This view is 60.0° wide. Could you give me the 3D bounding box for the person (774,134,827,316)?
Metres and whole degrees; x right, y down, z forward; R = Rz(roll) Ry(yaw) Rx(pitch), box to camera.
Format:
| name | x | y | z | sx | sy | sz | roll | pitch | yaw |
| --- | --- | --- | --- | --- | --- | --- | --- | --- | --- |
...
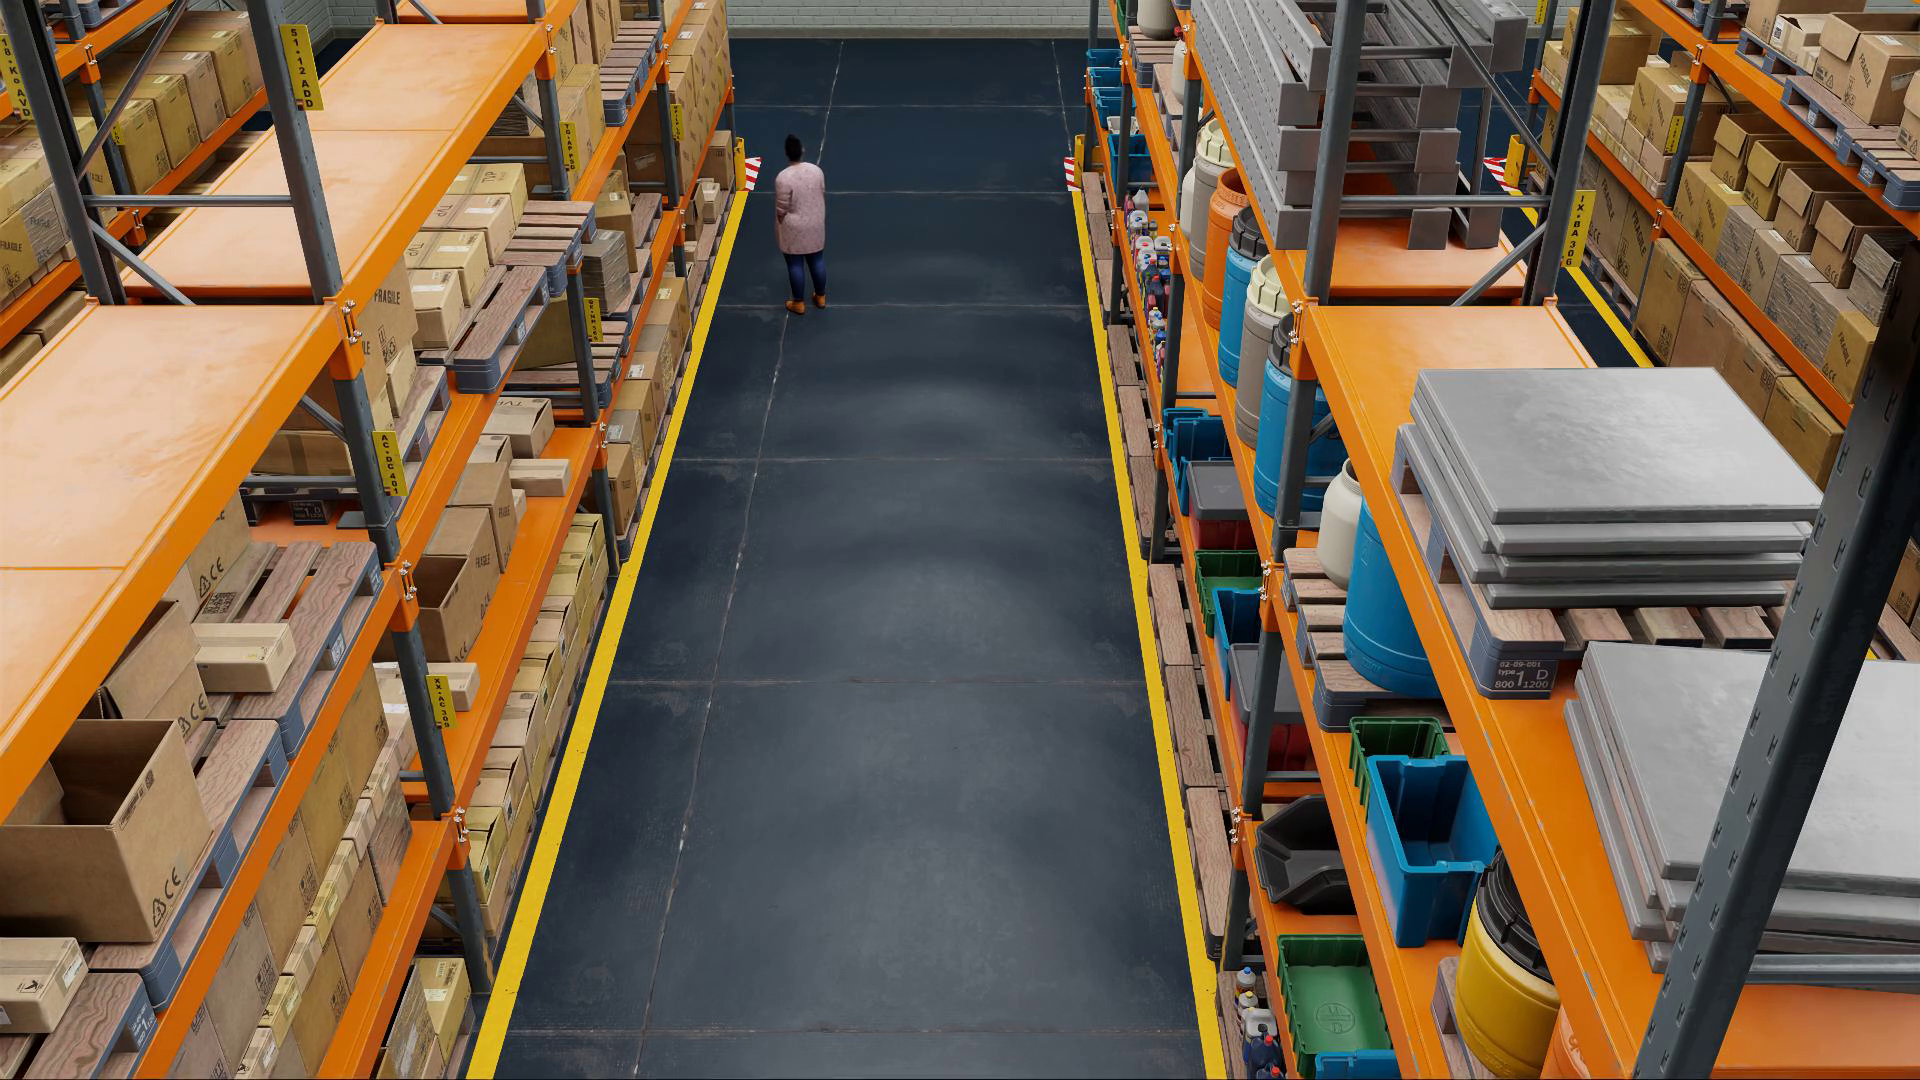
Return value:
| name | x | y | z | sx | sy | sz | roll | pitch | yaw |
| --- | --- | --- | --- | --- | --- | --- | --- | --- | --- |
| person | -1.512 | -3.013 | 15.823 | 0.796 | 1.741 | 0.816 | -20 | 38 | -28 |
